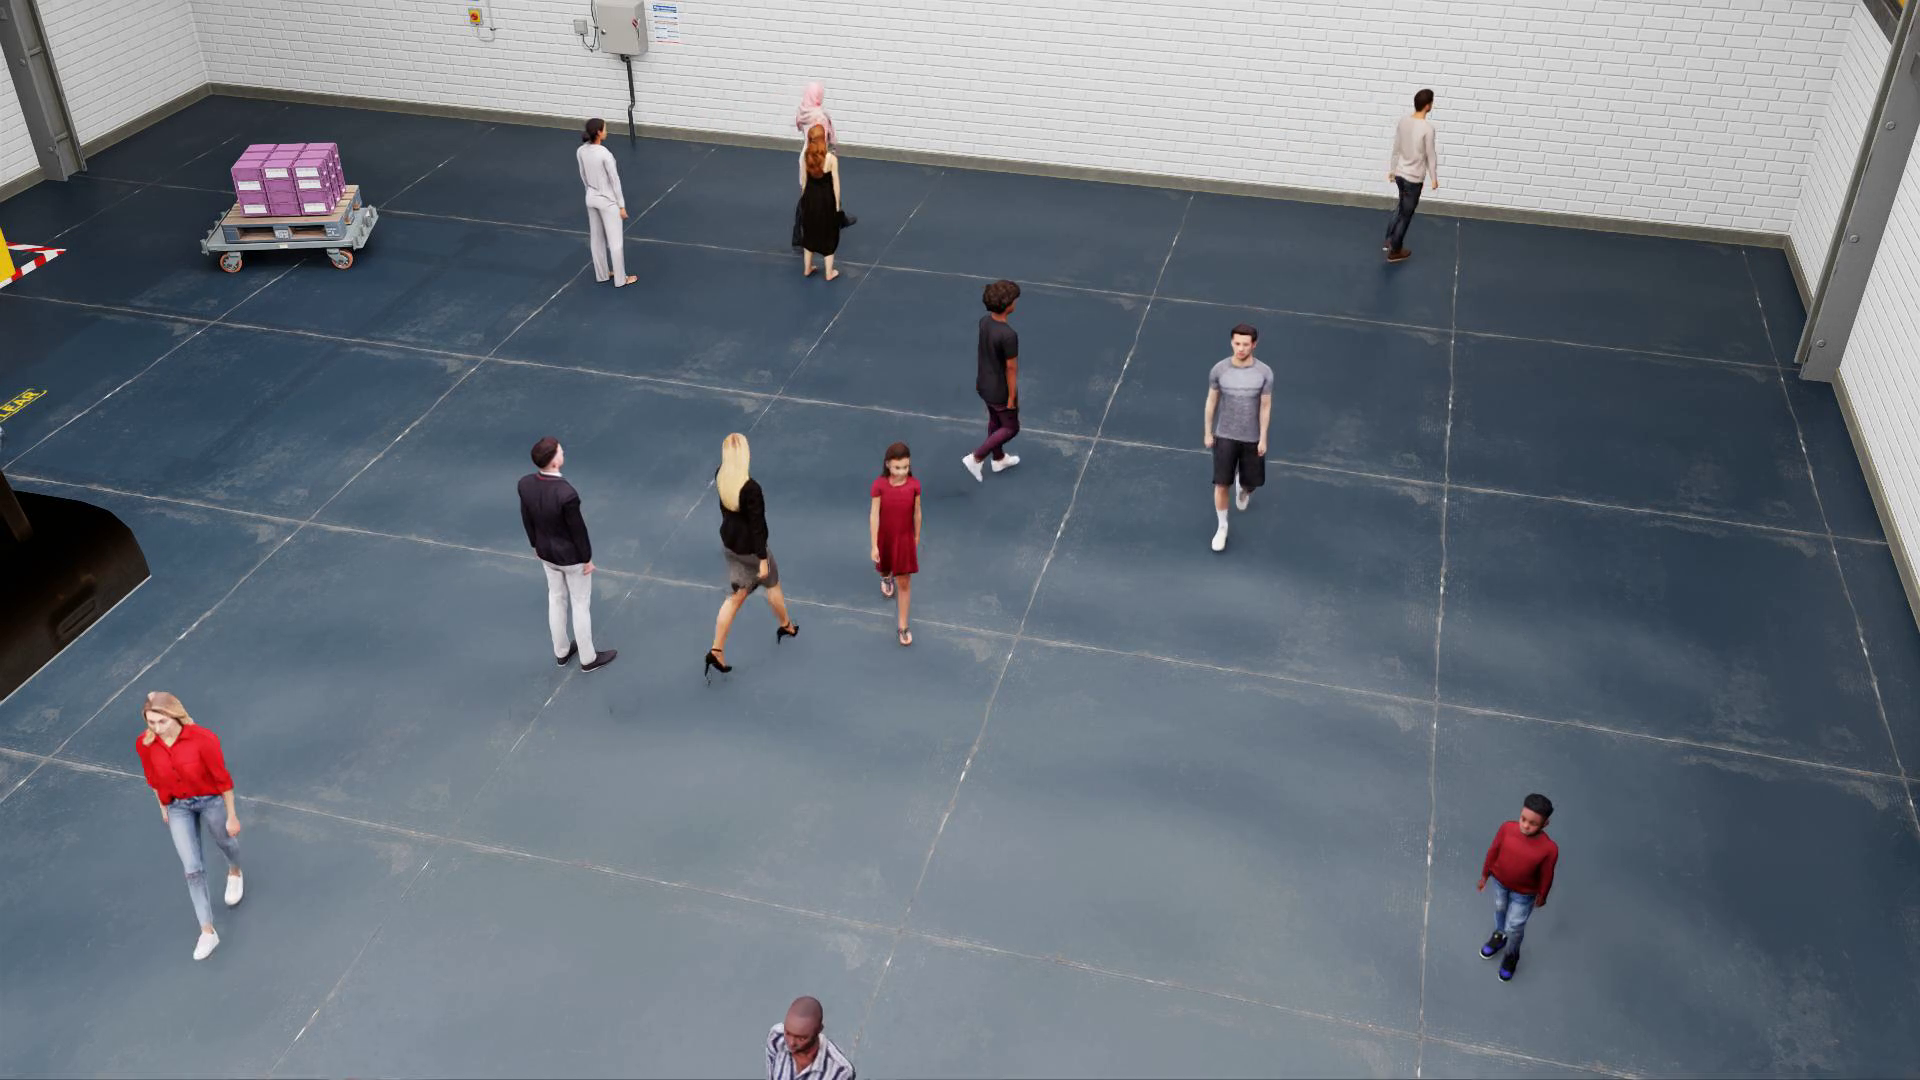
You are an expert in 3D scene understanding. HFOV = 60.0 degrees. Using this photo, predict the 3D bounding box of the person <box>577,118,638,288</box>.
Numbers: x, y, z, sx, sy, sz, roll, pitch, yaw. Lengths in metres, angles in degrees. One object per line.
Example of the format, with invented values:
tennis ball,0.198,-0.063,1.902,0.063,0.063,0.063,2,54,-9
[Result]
person,-3.630,-3.437,16.914,0.696,1.740,0.646,19,38,26

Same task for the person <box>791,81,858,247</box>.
person,-1.595,-3.959,17.690,0.979,1.750,1.256,25,41,32

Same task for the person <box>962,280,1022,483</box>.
person,0.254,-1.278,13.642,1.002,1.766,0.916,-21,39,-29

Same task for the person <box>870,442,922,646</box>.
person,-0.476,-0.062,12.031,0.789,1.525,1.093,-3,34,-5

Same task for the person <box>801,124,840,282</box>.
person,-1.453,-3.452,17.048,0.583,1.615,0.569,9,35,13

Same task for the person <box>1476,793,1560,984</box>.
person,3.165,1.878,9.364,0.655,1.246,0.609,-26,41,-33

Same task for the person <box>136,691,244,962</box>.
person,-4.359,1.481,9.574,0.908,1.674,1.109,-6,34,-8

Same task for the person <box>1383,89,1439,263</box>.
person,4.613,-3.752,17.287,0.812,1.852,0.743,-16,37,-23

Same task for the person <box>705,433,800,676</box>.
person,-1.565,0.150,11.470,0.960,1.791,1.198,25,41,33

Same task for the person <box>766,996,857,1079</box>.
person,-0.637,2.665,7.699,0.722,1.777,0.739,18,37,24

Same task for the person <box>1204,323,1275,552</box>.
person,2.176,-0.846,12.919,0.676,1.846,0.922,8,34,11

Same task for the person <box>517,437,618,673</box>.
person,-2.754,0.103,11.494,0.704,1.844,0.631,17,37,23
